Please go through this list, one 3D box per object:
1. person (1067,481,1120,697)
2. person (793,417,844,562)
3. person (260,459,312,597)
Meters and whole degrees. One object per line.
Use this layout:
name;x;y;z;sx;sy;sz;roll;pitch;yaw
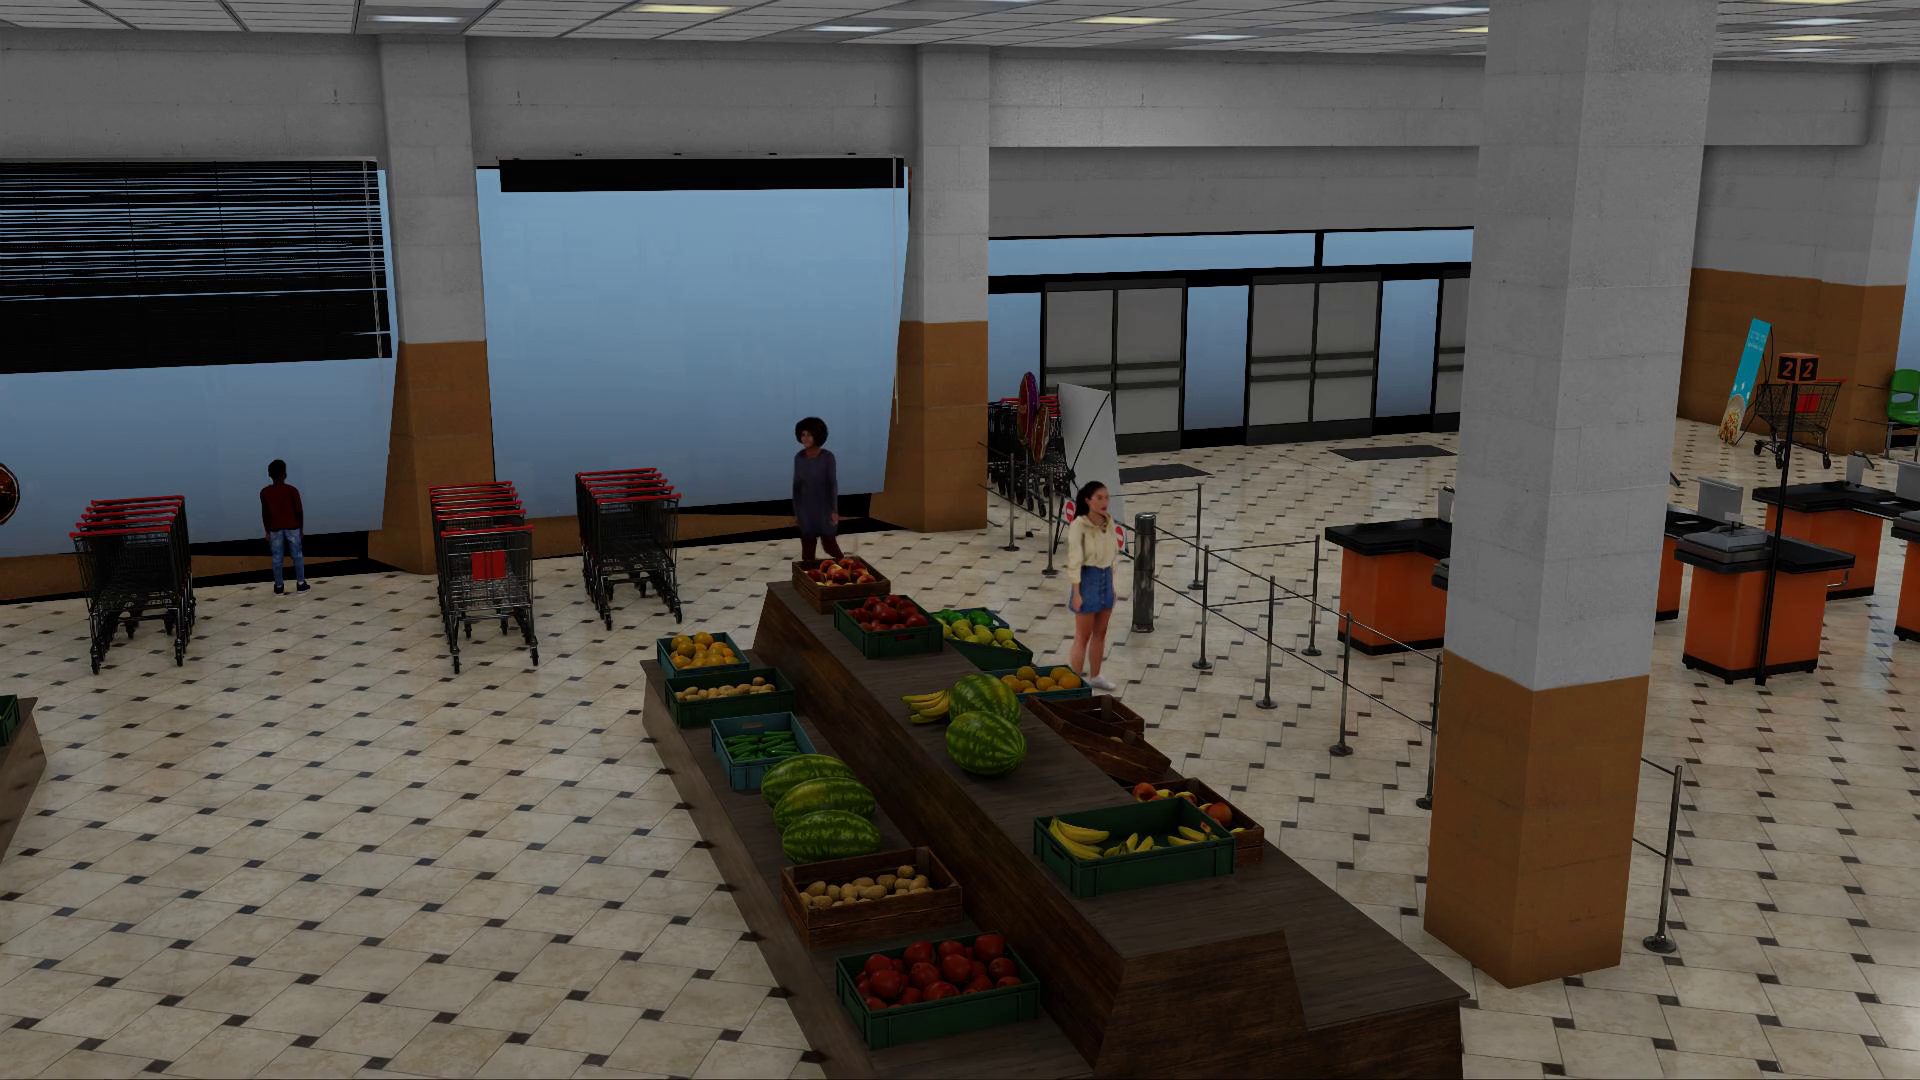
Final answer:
person;0.991;0.352;12.481;0.719;1.632;0.690;-13;18;-42
person;-1.241;-0.257;14.863;0.912;1.693;1.035;4;14;15
person;-6.190;-0.121;15.228;0.505;1.256;0.490;-4;14;-17
